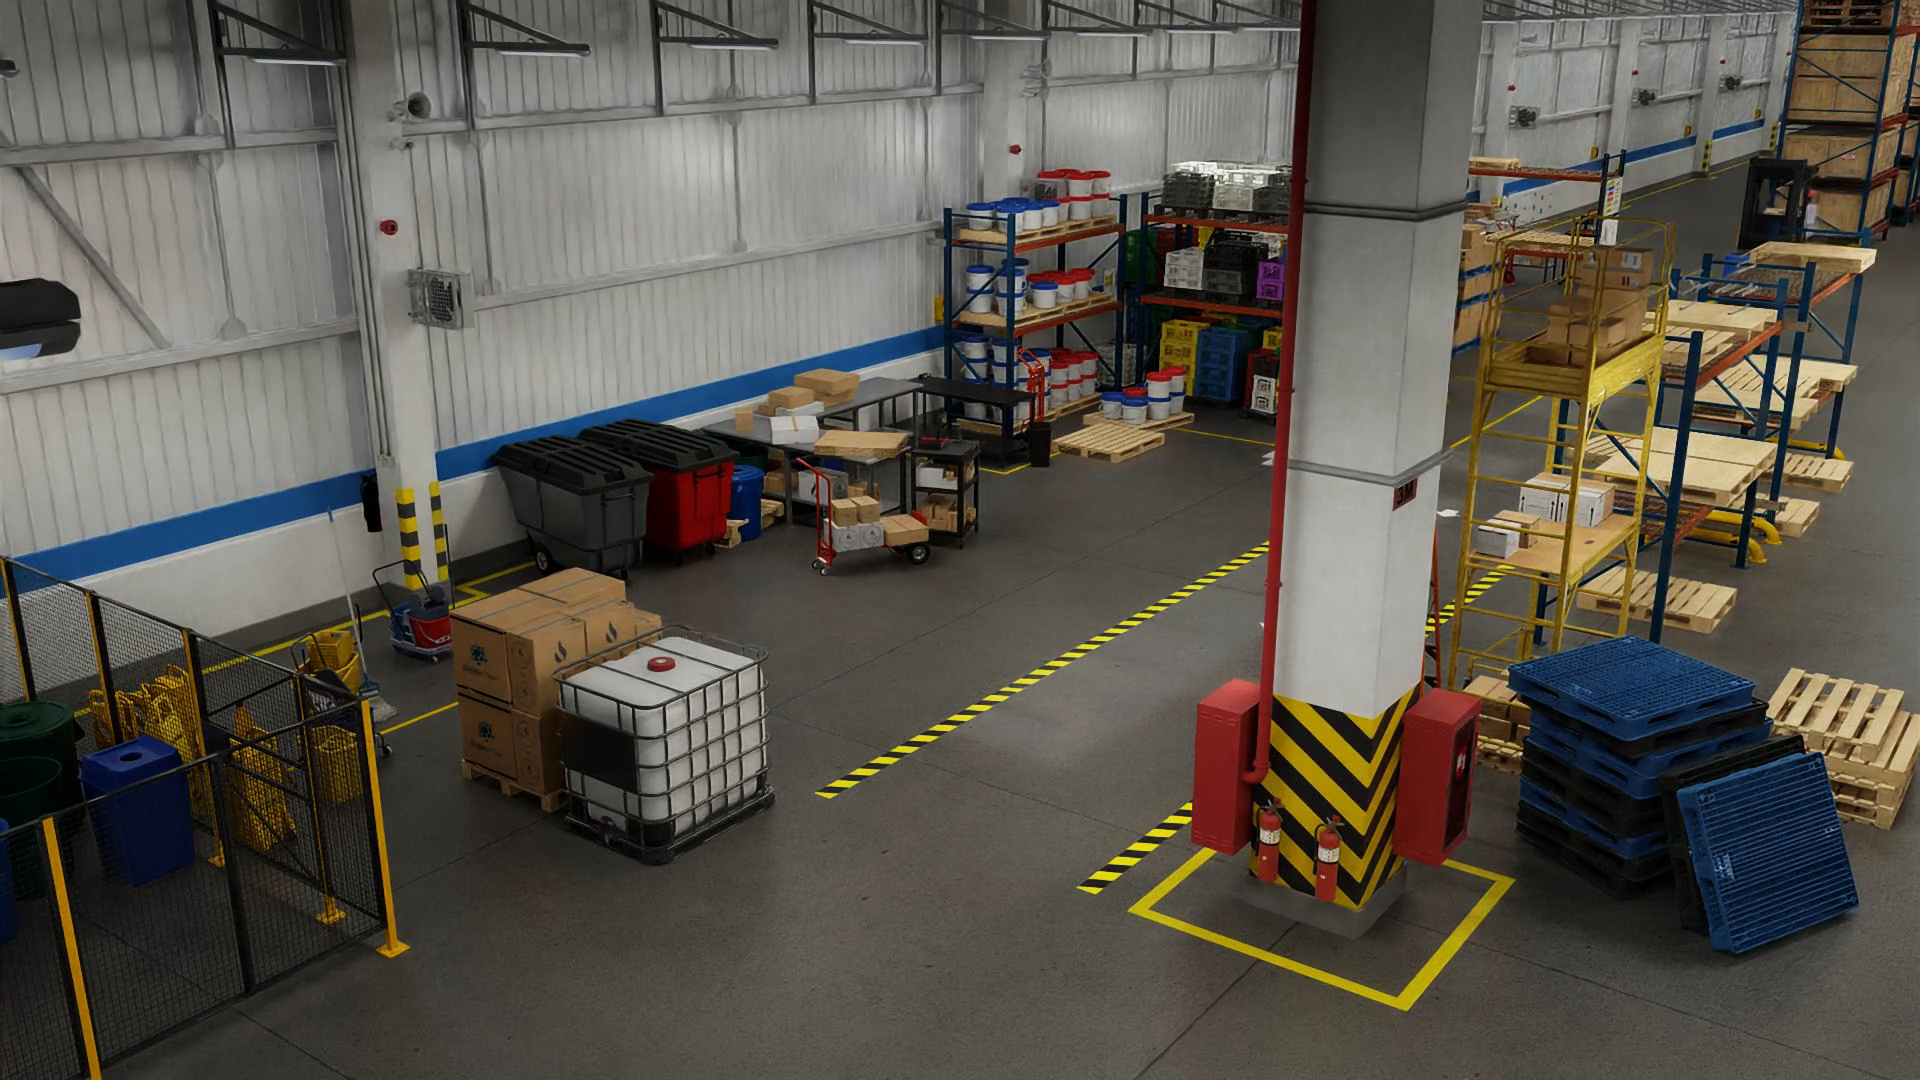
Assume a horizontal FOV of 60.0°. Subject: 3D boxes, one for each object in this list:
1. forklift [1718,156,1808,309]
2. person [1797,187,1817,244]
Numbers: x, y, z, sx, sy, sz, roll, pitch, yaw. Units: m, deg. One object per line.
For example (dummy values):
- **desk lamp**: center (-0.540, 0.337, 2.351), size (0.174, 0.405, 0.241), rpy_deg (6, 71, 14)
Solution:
- **forklift**: center (15.221, -5.789, 31.337), size (1.129, 2.768, 1.873), rpy_deg (13, 22, 34)
- **person**: center (17.459, -6.347, 34.559), size (0.584, 1.923, 0.395), rpy_deg (-9, 20, -26)
